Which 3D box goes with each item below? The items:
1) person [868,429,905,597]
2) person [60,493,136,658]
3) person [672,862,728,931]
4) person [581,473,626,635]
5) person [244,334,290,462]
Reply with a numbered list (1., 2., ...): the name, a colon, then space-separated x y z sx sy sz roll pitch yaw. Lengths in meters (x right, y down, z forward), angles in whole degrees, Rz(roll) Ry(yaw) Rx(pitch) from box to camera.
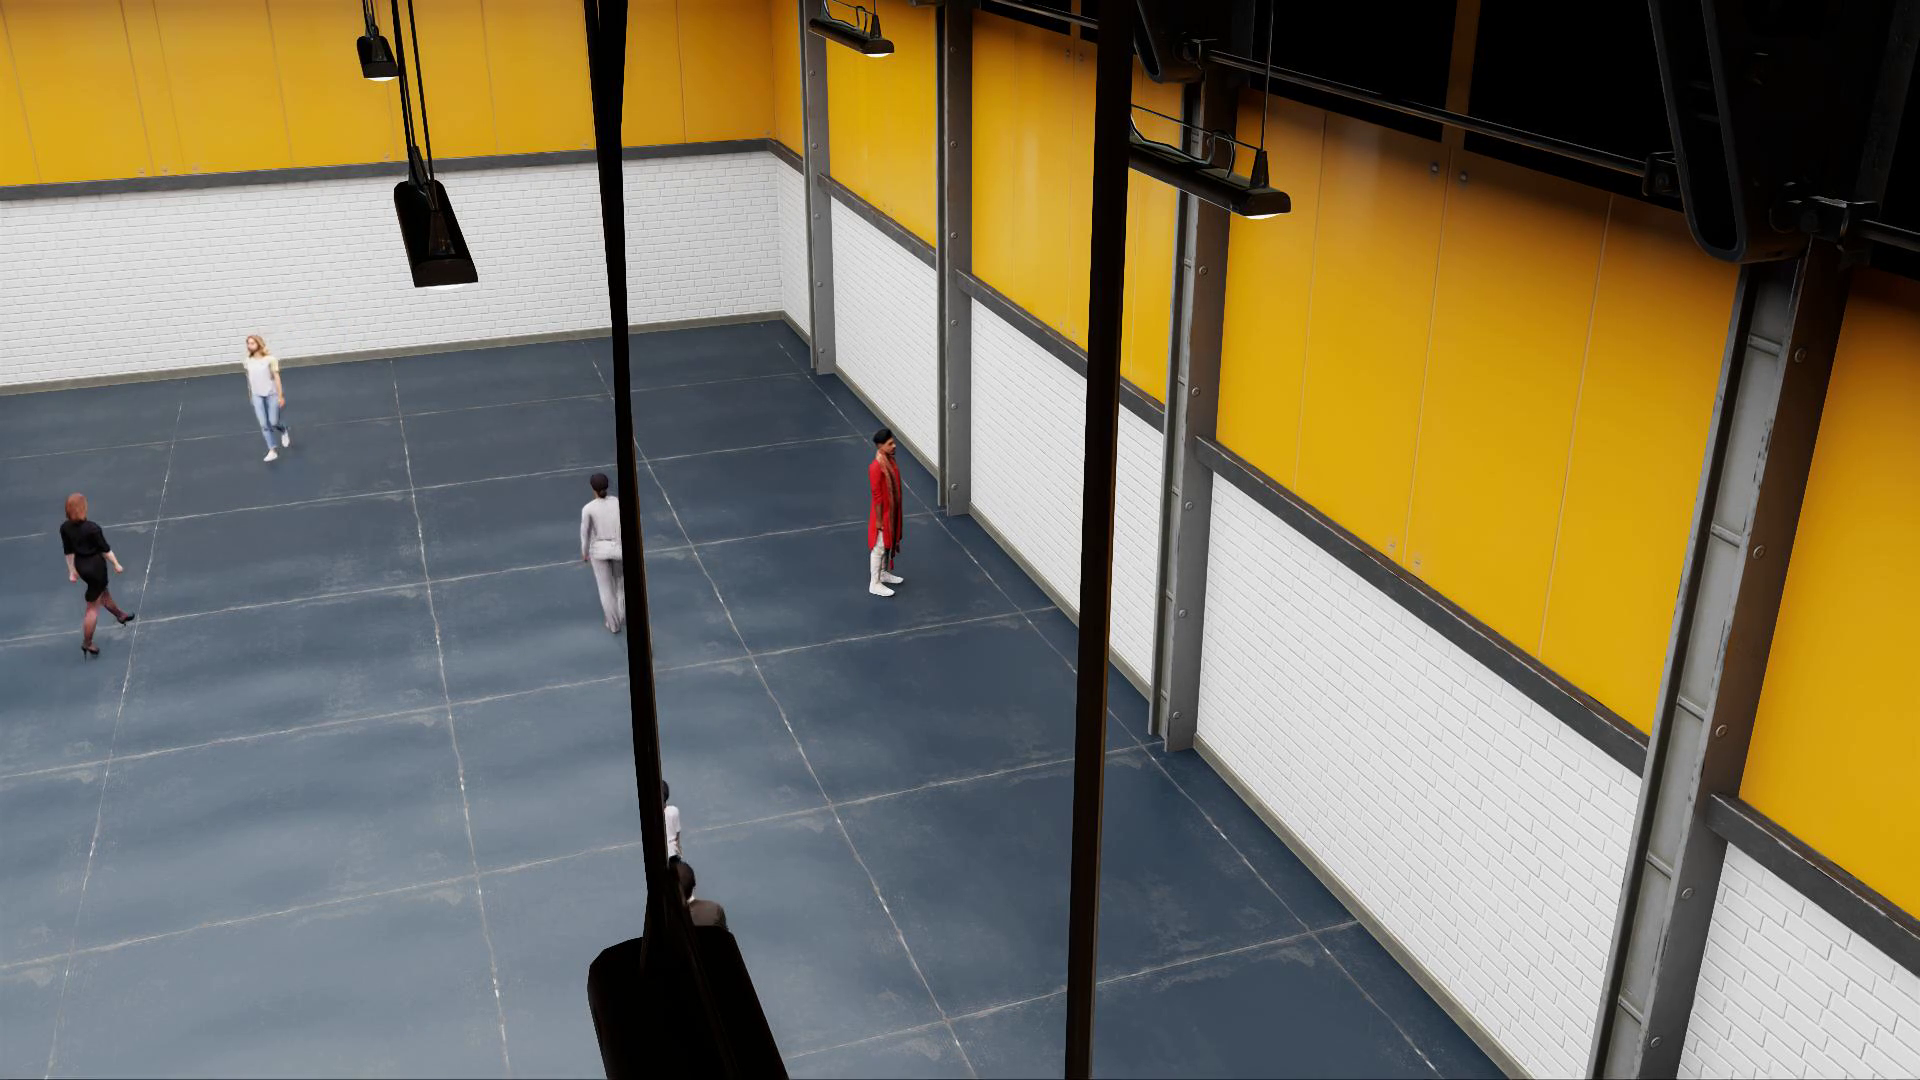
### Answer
1. person: -0.847 -0.336 18.252 0.841 1.881 0.748 7 25 15
2. person: -8.854 0.390 16.870 0.991 1.659 1.155 6 24 13
3. person: -1.731 2.944 10.883 0.881 1.773 1.196 -1 24 -3
4. person: -3.638 0.159 17.324 0.692 1.717 0.804 -11 26 -24
5. person: -9.177 -1.916 22.078 0.814 1.713 0.926 2 24 3
